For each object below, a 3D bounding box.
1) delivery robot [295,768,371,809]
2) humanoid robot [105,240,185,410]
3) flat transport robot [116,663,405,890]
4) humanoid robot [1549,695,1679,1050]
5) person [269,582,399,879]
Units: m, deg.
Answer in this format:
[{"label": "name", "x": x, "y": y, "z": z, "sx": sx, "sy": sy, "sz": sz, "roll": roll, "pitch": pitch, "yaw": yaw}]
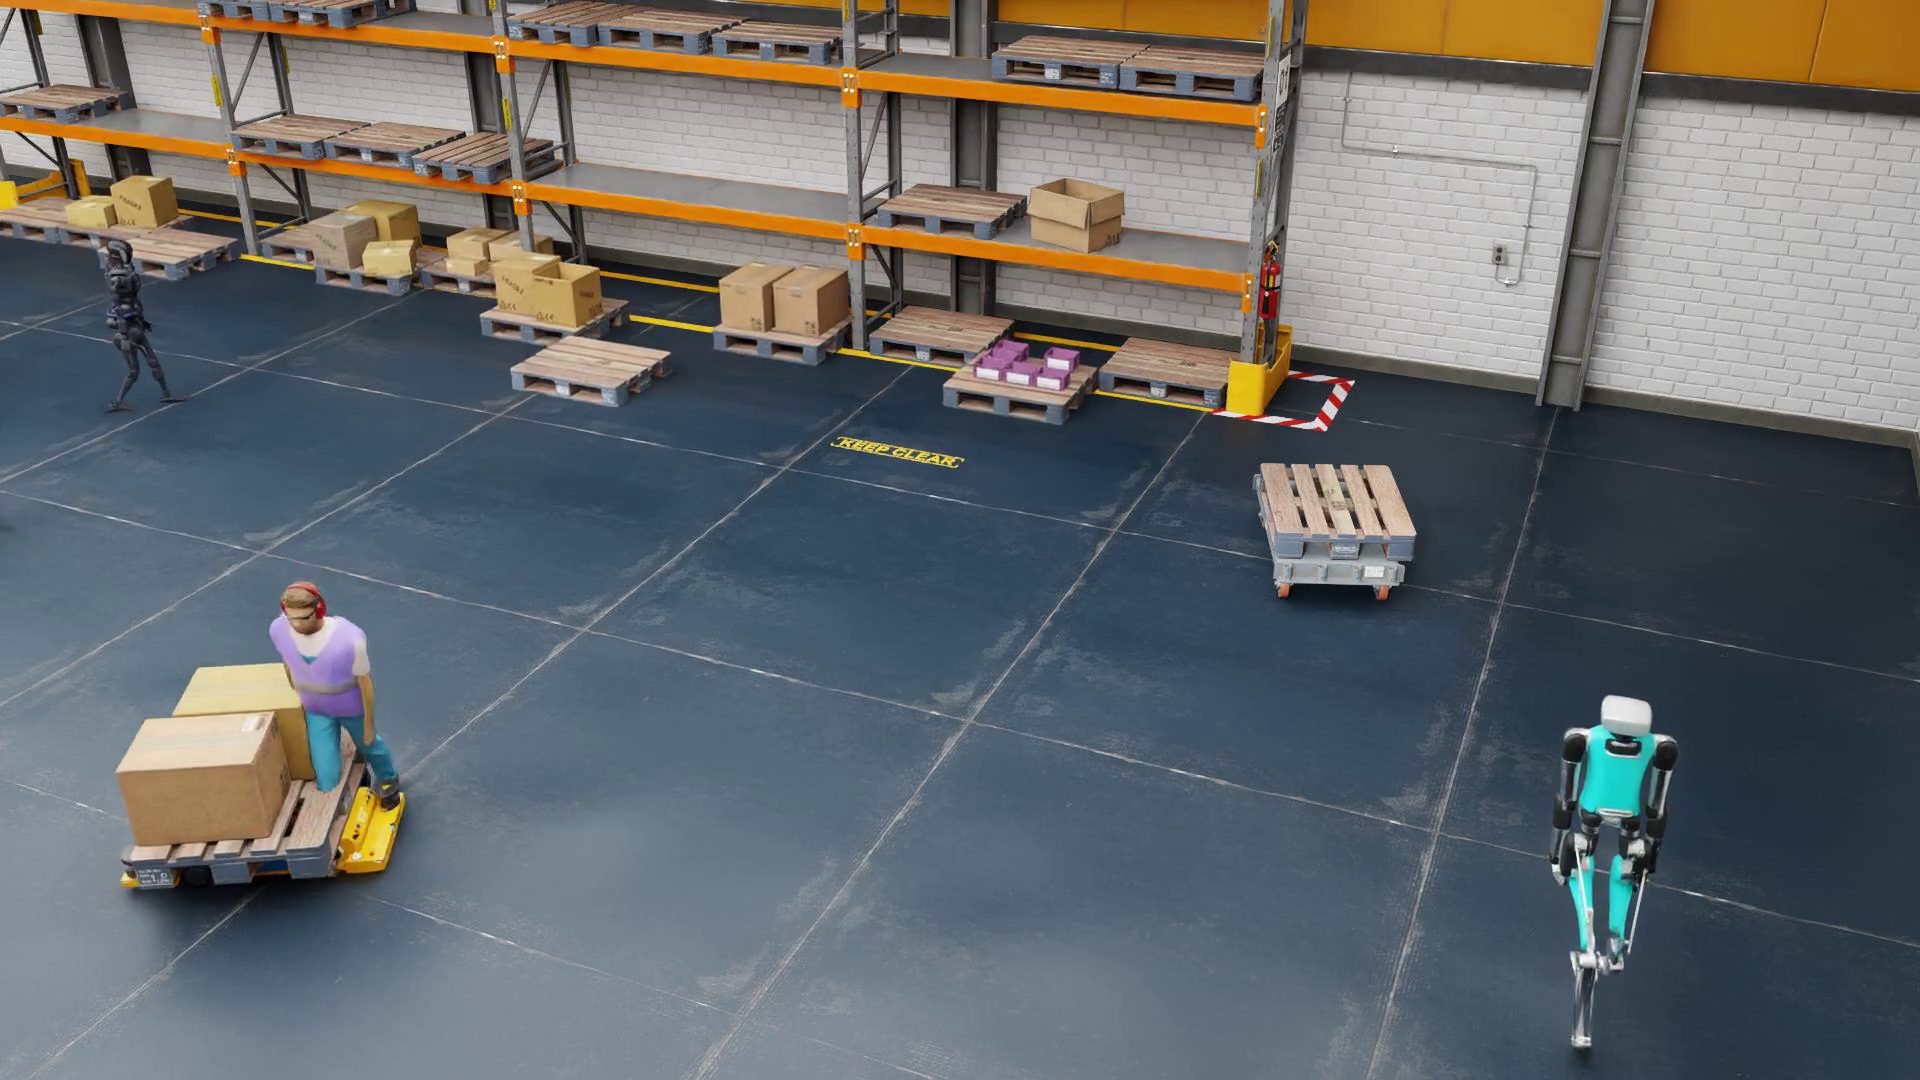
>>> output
[{"label": "delivery robot", "x": -3.955, "y": 1.407, "z": 9.887, "sx": 0.768, "sy": 0.591, "sz": 0.499, "roll": 5, "pitch": 28, "yaw": 9}, {"label": "humanoid robot", "x": -7.636, "y": -1.968, "z": 15.250, "sx": 0.639, "sy": 1.632, "sz": 0.611, "roll": -4, "pitch": 28, "yaw": -7}, {"label": "flat transport robot", "x": -4.016, "y": 1.701, "z": 9.634, "sx": 1.431, "sy": 0.231, "sz": 0.659, "roll": -3, "pitch": 27, "yaw": -6}, {"label": "humanoid robot", "x": 3.145, "y": 1.708, "z": 8.062, "sx": 0.550, "sy": 1.767, "sz": 1.017, "roll": 5, "pitch": 28, "yaw": 10}, {"label": "person", "x": -3.544, "y": 0.941, "z": 9.474, "sx": 0.561, "sy": 1.775, "sz": 0.992, "roll": 1, "pitch": 27, "yaw": 2}]
